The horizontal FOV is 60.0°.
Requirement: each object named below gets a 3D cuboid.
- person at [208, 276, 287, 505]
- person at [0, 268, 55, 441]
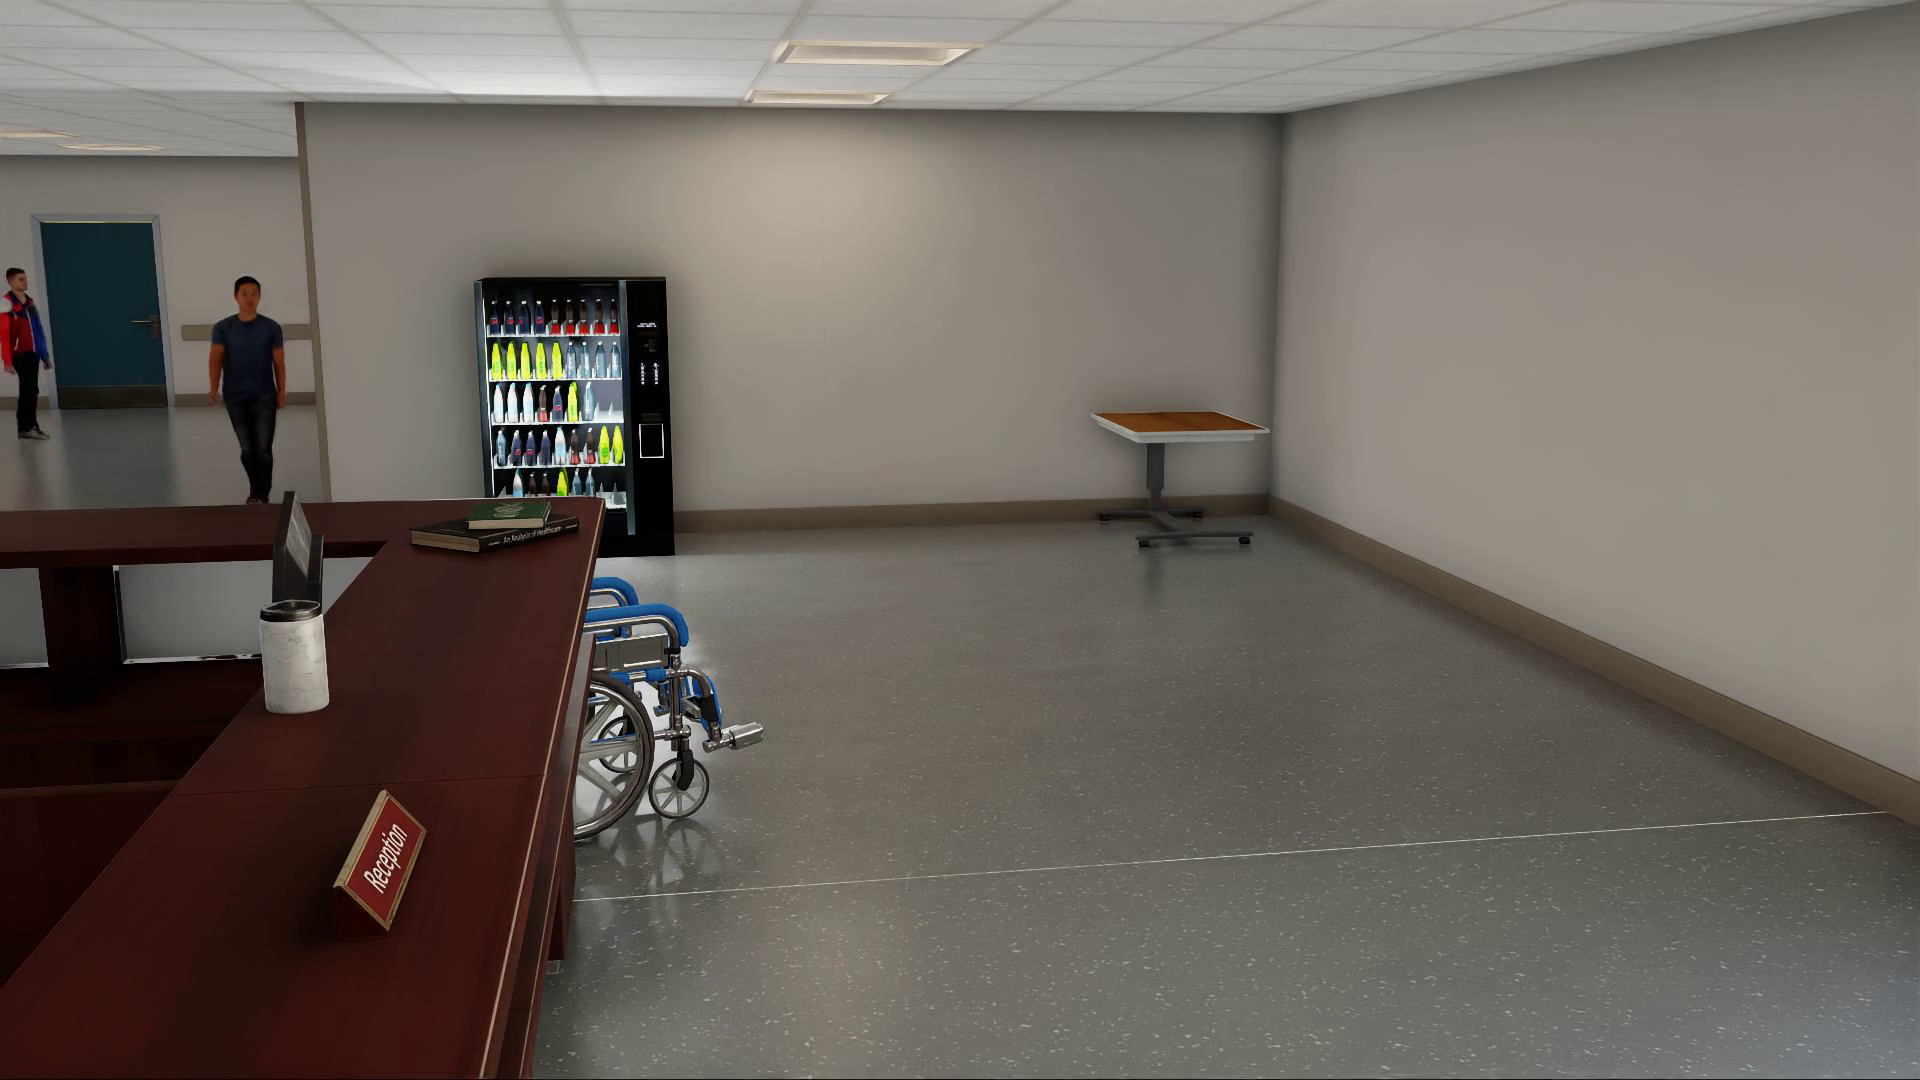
[{"bbox_3d":[-5.433,-1.089,12.751,1.098,1.758,0.791,-3,11,-13],"label":"person"},{"bbox_3d":[-9.606,-1.876,16.922,0.807,1.748,0.767,2,11,10],"label":"person"}]
